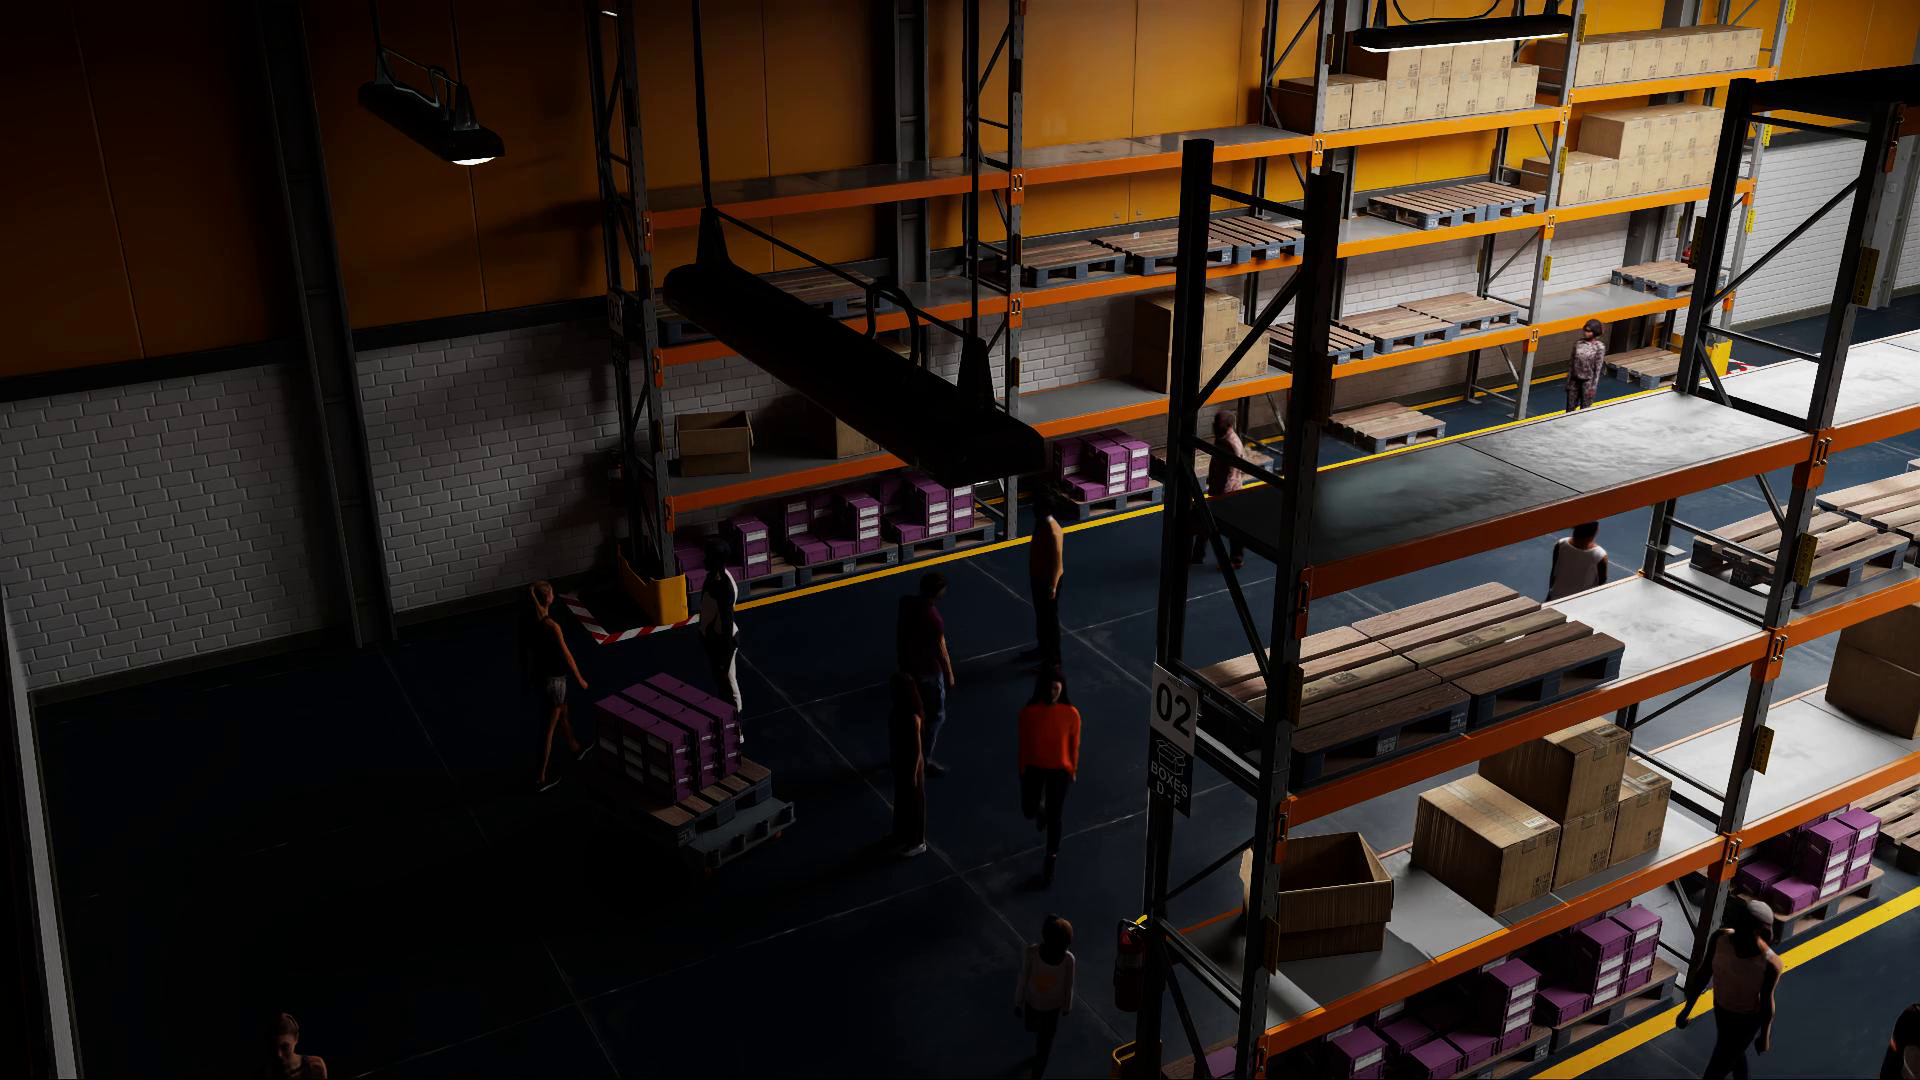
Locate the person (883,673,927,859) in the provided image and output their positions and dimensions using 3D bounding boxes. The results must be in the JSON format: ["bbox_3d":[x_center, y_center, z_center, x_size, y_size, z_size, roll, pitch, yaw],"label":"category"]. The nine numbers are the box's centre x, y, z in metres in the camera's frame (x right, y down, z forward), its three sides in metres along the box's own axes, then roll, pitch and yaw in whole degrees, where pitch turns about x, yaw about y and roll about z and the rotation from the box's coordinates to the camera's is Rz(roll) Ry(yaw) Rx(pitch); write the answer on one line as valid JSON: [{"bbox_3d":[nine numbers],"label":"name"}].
[{"bbox_3d":[-0.404,1.694,12.719,0.538,1.560,0.578,-10,26,-22],"label":"person"}]

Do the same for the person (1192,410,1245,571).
[{"bbox_3d":[2.870,-0.517,17.496,1.010,1.785,0.833,-8,25,-18],"label":"person"}]

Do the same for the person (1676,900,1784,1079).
[{"bbox_3d":[4.694,2.848,9.955,1.147,1.659,0.656,-10,26,-22],"label":"person"}]

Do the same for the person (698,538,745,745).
[{"bbox_3d":[-2.039,0.861,14.200,0.646,1.898,0.723,-8,25,-18],"label":"person"}]

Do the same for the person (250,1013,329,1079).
[{"bbox_3d":[-3.542,3.264,8.948,0.509,1.703,0.645,-9,25,-19],"label":"person"}]

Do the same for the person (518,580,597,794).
[{"bbox_3d":[-3.412,1.203,13.525,0.859,1.813,1.088,17,29,34],"label":"person"}]

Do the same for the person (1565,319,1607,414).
[{"bbox_3d":[7.806,-1.943,20.841,0.586,1.718,0.600,-17,29,-34],"label":"person"}]

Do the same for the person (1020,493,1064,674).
[{"bbox_3d":[0.803,0.375,15.496,0.657,1.752,0.716,-6,24,-14],"label":"person"}]

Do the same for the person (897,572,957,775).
[{"bbox_3d":[-0.344,1.057,13.856,0.796,1.816,0.748,12,26,25],"label":"person"}]

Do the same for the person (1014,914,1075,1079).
[{"bbox_3d":[0.535,2.860,10.440,0.845,1.248,0.923,8,25,19],"label":"person"}]

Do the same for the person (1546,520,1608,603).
[{"bbox_3d":[5.586,0.565,15.188,1.065,1.651,0.757,-17,29,-34],"label":"person"}]

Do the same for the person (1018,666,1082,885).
[{"bbox_3d":[0.648,1.697,12.504,0.967,1.726,0.985,3,24,6],"label":"person"}]
